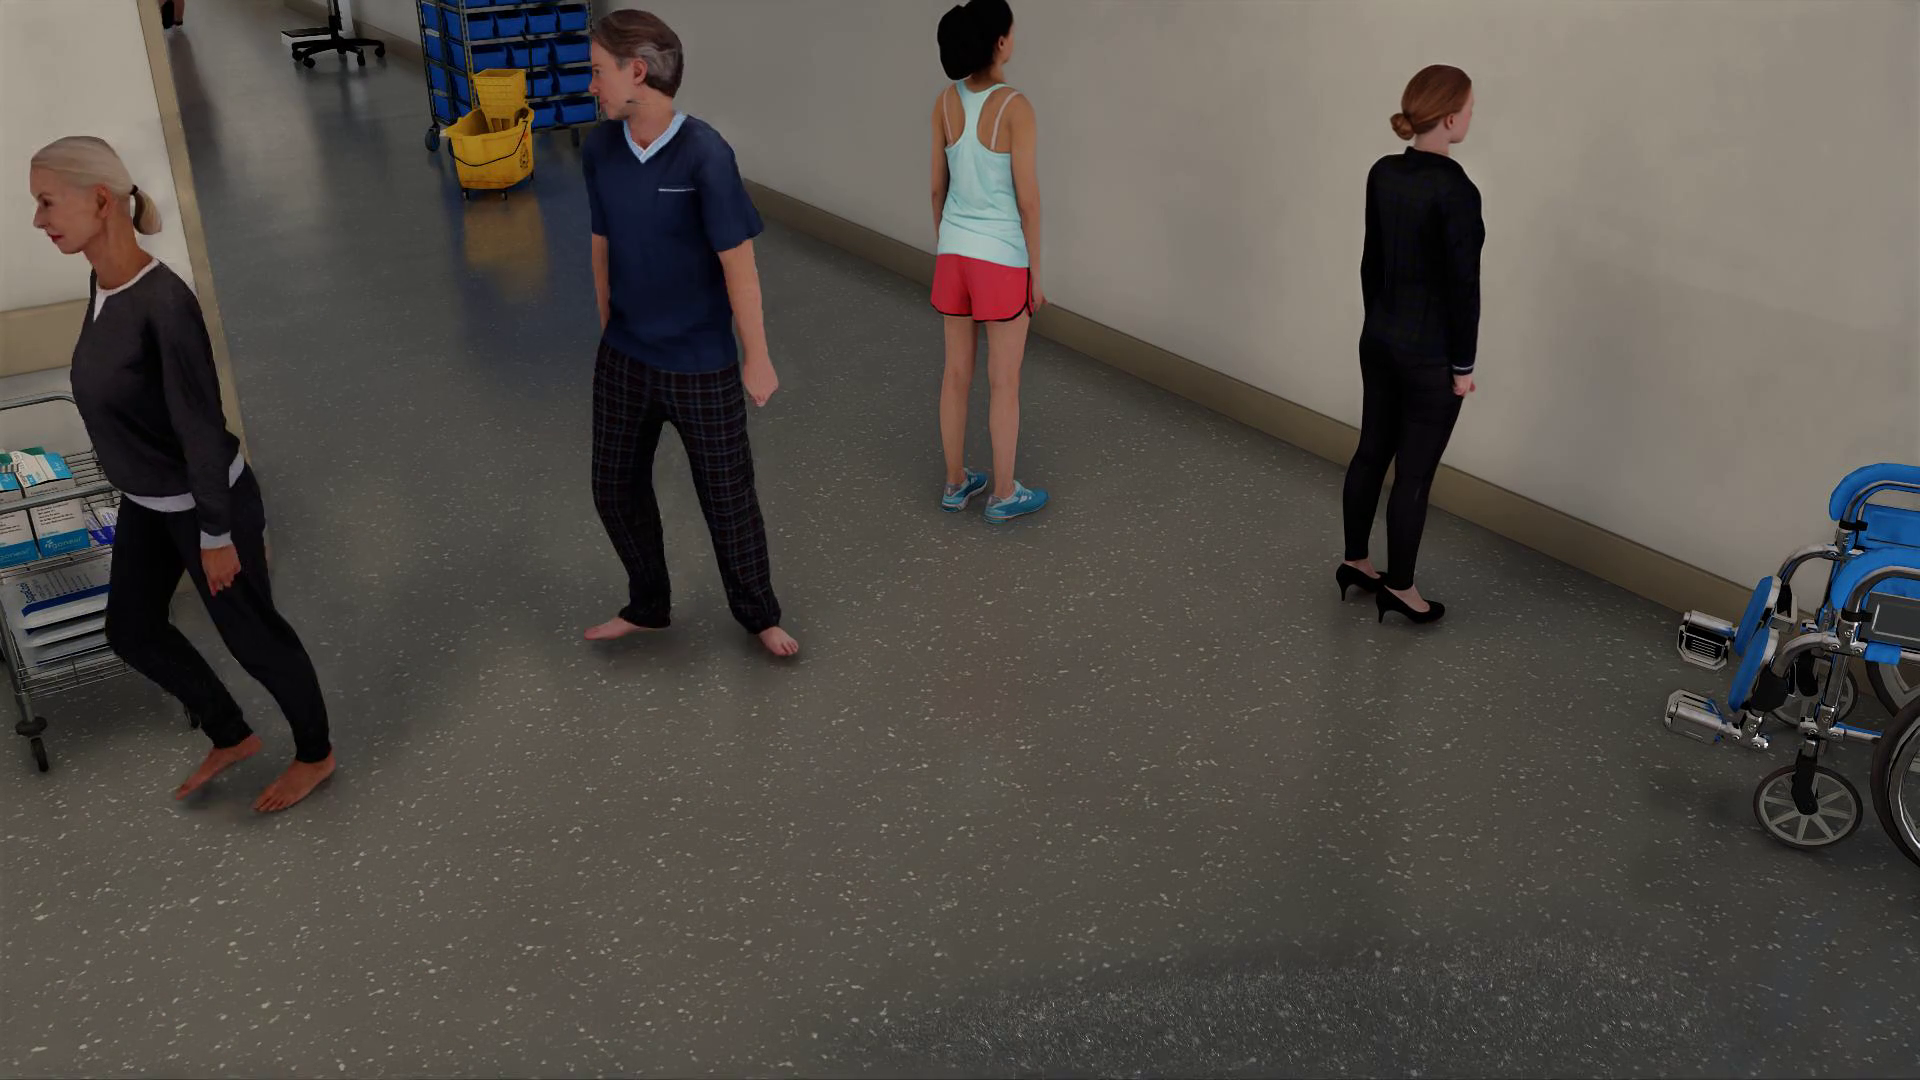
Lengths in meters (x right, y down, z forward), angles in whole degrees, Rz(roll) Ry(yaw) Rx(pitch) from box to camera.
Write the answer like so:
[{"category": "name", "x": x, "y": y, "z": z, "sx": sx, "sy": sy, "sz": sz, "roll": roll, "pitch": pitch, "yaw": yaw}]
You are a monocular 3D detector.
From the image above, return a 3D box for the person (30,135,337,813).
[{"category": "person", "x": -1.826, "y": -0.141, "z": 4.060, "sx": 0.791, "sy": 1.710, "sz": 0.738, "roll": 18, "pitch": 31, "yaw": 32}]

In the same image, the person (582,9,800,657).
[{"category": "person", "x": -0.799, "y": -0.553, "z": 4.741, "sx": 0.882, "sy": 1.860, "sz": 0.875, "roll": 6, "pitch": 26, "yaw": 12}]

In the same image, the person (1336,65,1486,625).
[{"category": "person", "x": 1.336, "y": -0.549, "z": 4.935, "sx": 0.610, "sy": 1.685, "sz": 0.650, "roll": -12, "pitch": 28, "yaw": -23}]

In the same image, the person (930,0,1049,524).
[{"category": "person", "x": 0.088, "y": -0.927, "z": 5.626, "sx": 0.649, "sy": 1.764, "sz": 0.651, "roll": 18, "pitch": 31, "yaw": 33}]
